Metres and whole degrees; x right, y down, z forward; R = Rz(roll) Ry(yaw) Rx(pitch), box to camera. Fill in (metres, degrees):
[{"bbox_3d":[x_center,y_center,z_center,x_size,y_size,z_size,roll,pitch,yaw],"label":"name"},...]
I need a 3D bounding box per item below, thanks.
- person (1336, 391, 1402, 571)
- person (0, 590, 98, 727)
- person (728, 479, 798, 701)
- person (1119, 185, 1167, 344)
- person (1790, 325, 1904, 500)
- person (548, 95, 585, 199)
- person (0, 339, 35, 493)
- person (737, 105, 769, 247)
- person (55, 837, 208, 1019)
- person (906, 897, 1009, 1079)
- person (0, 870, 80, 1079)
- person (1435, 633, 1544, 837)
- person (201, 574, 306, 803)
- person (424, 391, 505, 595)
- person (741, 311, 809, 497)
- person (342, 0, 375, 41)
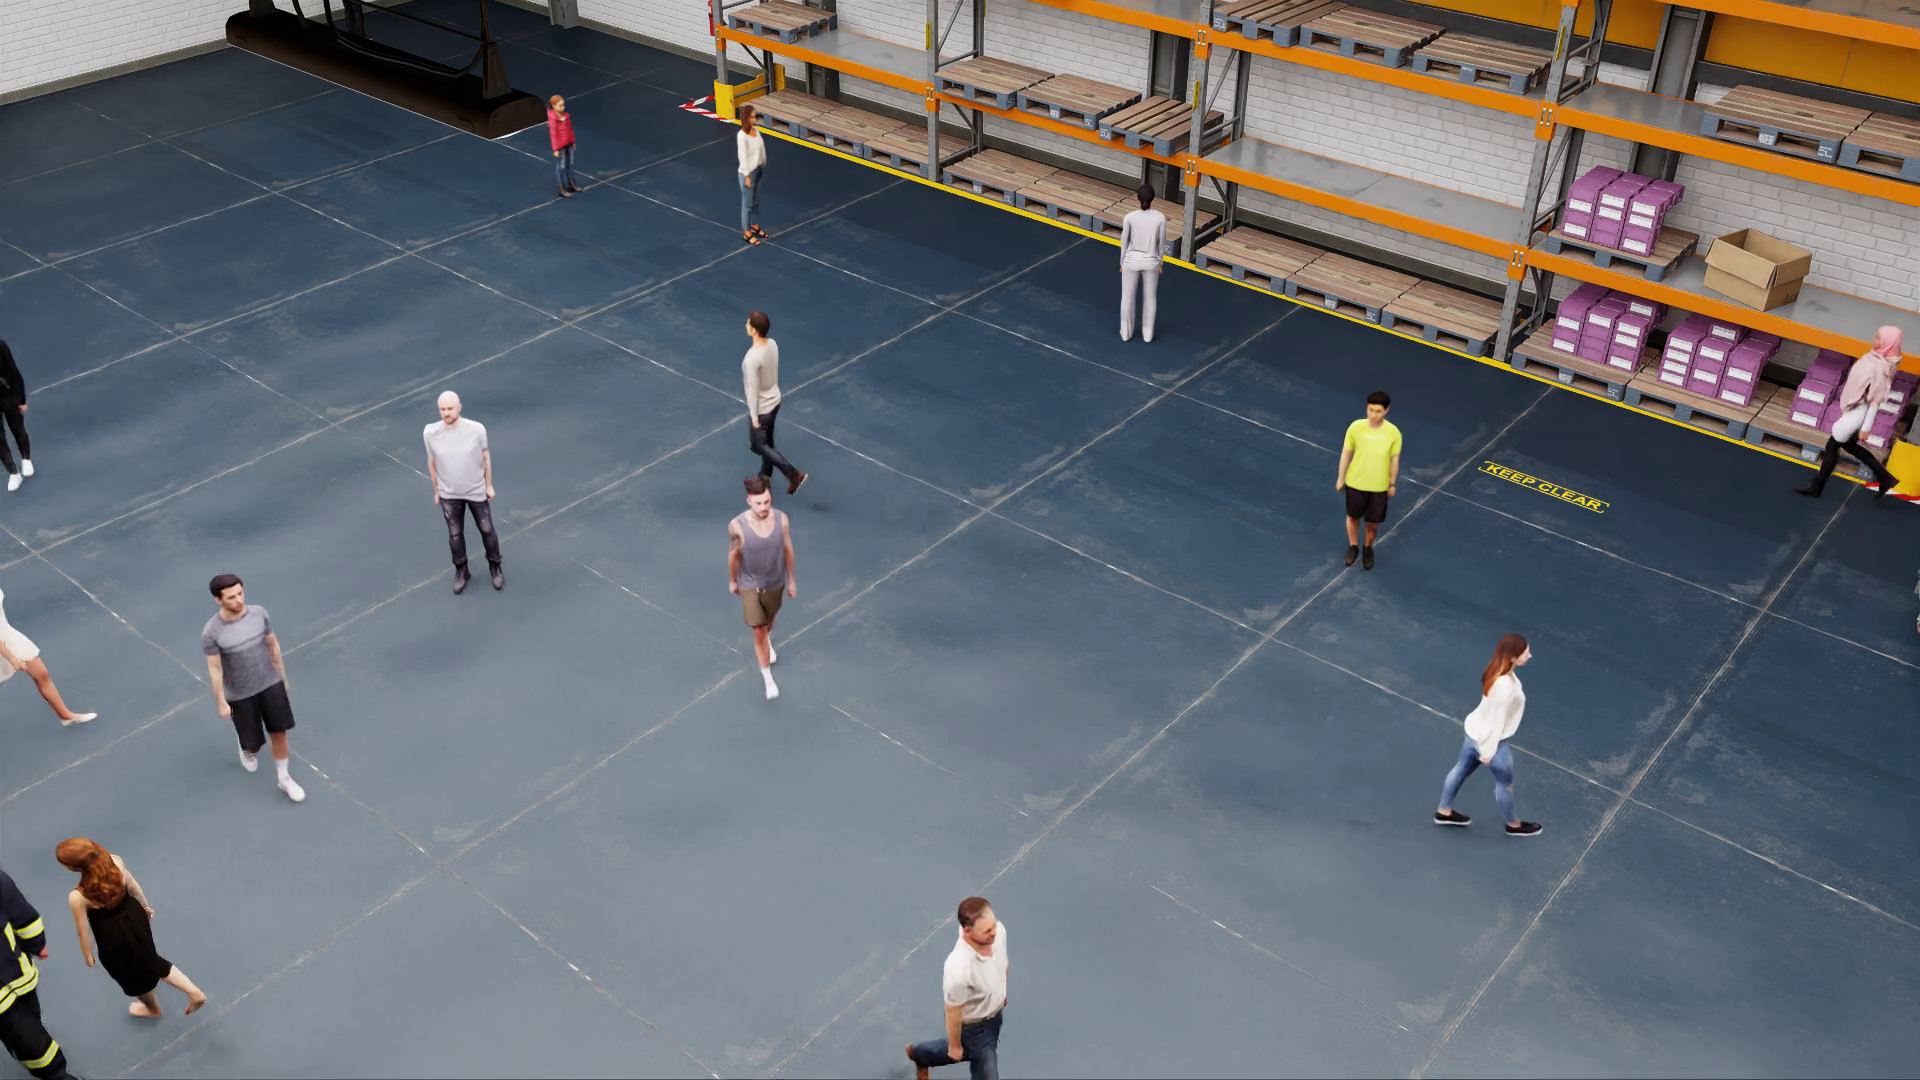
[{"bbox_3d":[3.483,-0.548,14.179,0.704,1.695,0.811,10,35,15],"label":"person"},{"bbox_3d":[-7.141,0.812,12.156,1.138,1.668,1.138,-6,34,-8],"label":"person"},{"bbox_3d":[-1.537,0.271,12.889,1.011,1.797,1.249,-11,35,-17],"label":"person"},{"bbox_3d":[1.940,-2.949,17.757,0.676,1.732,0.768,2,34,3],"label":"person"},{"bbox_3d":[8.165,-1.097,14.924,1.139,1.783,0.807,14,36,20],"label":"person"},{"bbox_3d":[-5.097,-5.062,21.313,0.537,1.314,0.546,18,38,25],"label":"person"},{"bbox_3d":[-8.873,-1.347,15.402,0.843,1.671,0.941,-12,35,-17],"label":"person"},{"bbox_3d":[-2.521,-4.411,20.004,0.653,1.680,0.678,12,35,17],"label":"person"},{"bbox_3d":[-4.909,2.363,9.882,0.905,1.602,0.777,11,35,17],"label":"person"},{"bbox_3d":[0.016,2.618,9.292,1.104,1.831,0.753,21,39,28],"label":"person"},{"bbox_3d":[-5.558,2.445,9.511,0.944,1.878,0.907,17,37,24],"label":"person"},{"bbox_3d":[3.528,1.337,11.370,1.069,1.664,0.935,4,34,7],"label":"person"},{"bbox_3d":[-5.024,1.001,11.700,0.892,1.857,0.710,29,43,36],"label":"person"},{"bbox_3d":[-4.131,-0.423,13.866,0.752,1.832,0.800,-5,34,-7],"label":"person"},{"bbox_3d":[-1.704,-1.190,15.001,1.041,1.853,0.830,13,36,19],"label":"person"},{"bbox_3d":[-9.811,-8.880,26.667,0.557,1.747,0.694,13,36,19],"label":"person"}]
